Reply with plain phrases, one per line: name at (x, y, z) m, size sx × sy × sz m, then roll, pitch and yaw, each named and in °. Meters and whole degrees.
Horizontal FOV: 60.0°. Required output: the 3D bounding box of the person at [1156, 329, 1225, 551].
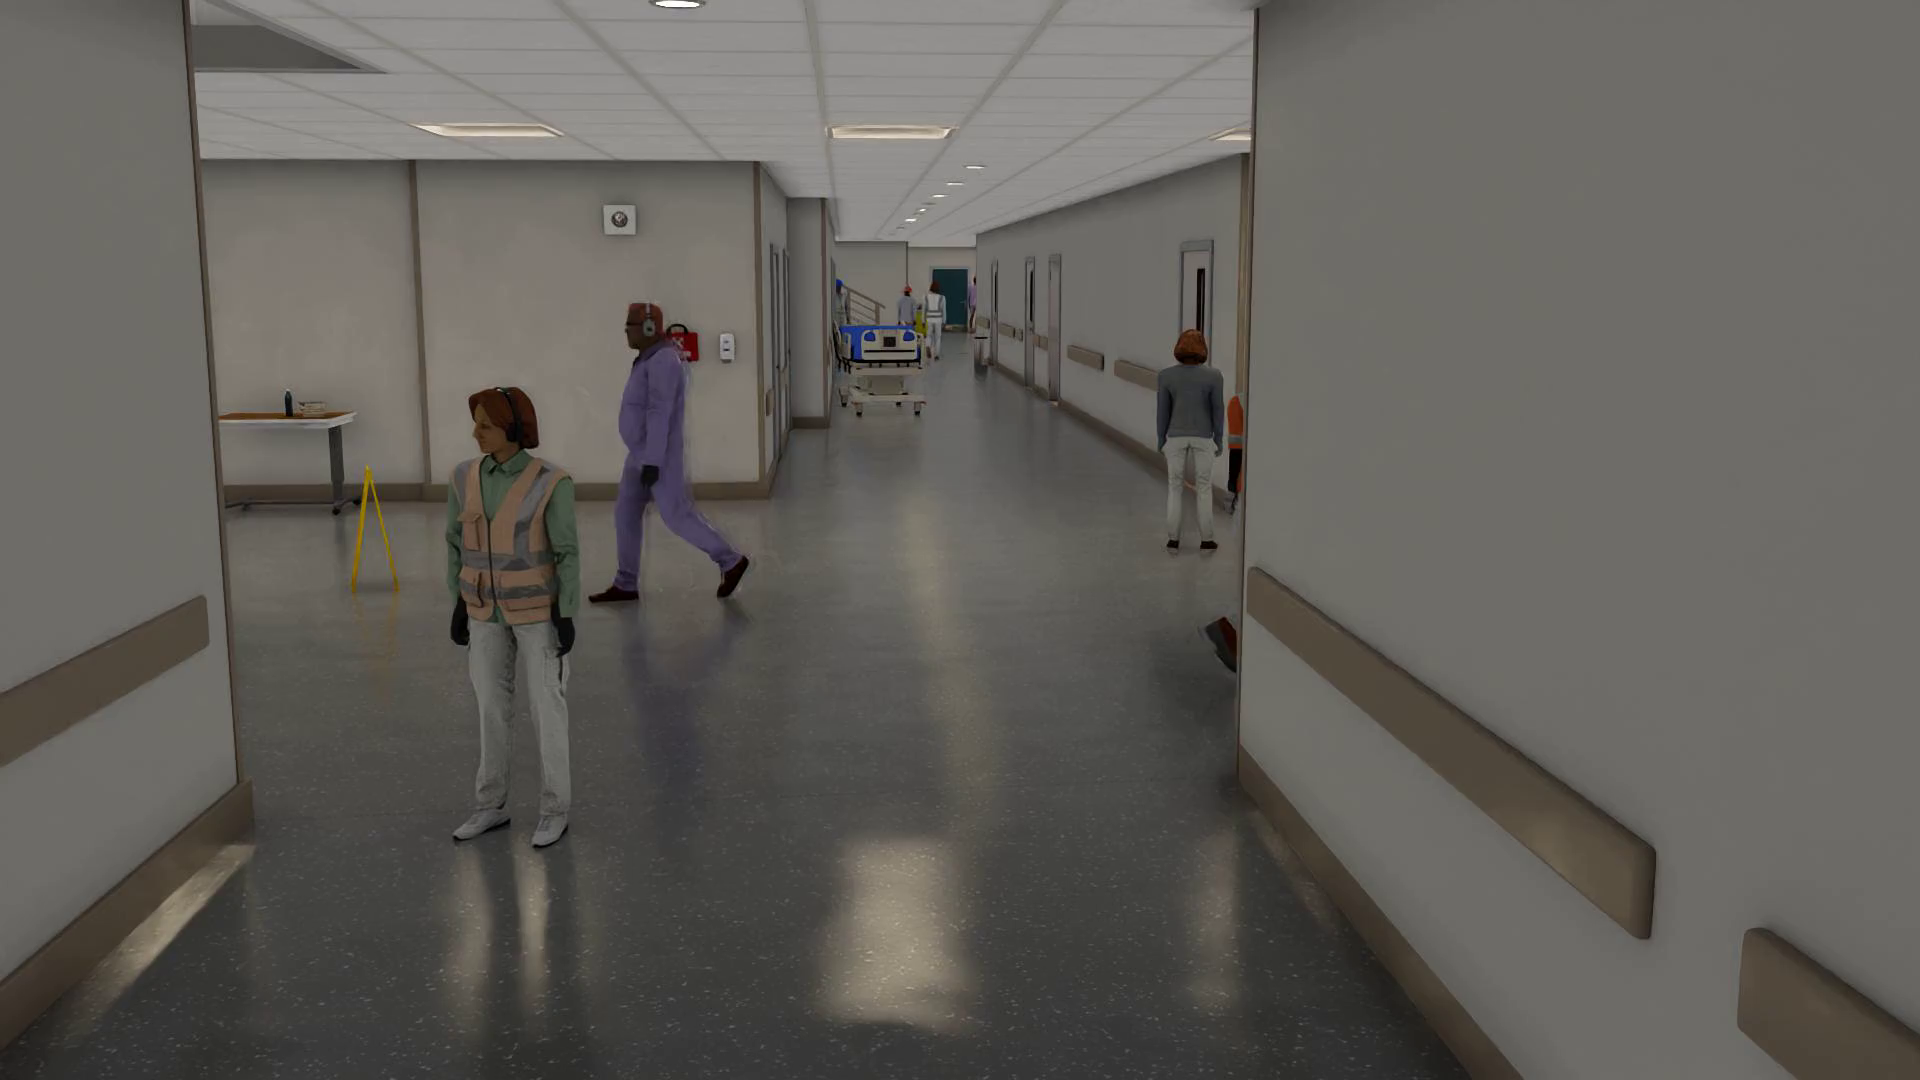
person at (1.689, -0.728, 12.205) m, size 0.498 × 1.633 × 0.282 m, roll 3°, pitch 9°, yaw 16°

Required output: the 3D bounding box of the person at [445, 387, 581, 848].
person at (-1.582, 0.273, 5.909) m, size 0.515 × 1.636 × 0.314 m, roll 3°, pitch 10°, yaw 18°

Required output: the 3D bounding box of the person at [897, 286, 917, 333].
person at (-1.352, -5.801, 43.764) m, size 0.582 × 1.714 × 0.755 m, roll 3°, pitch 10°, yaw 21°

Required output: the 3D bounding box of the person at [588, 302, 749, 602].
person at (-1.817, -0.539, 10.299) m, size 0.910 × 1.868 × 0.632 m, roll -4°, pitch 10°, yaw -25°

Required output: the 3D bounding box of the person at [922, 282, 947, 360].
person at (-0.621, -5.227, 39.721) m, size 0.587 × 1.873 × 0.541 m, roll 1°, pitch 9°, yaw 9°
